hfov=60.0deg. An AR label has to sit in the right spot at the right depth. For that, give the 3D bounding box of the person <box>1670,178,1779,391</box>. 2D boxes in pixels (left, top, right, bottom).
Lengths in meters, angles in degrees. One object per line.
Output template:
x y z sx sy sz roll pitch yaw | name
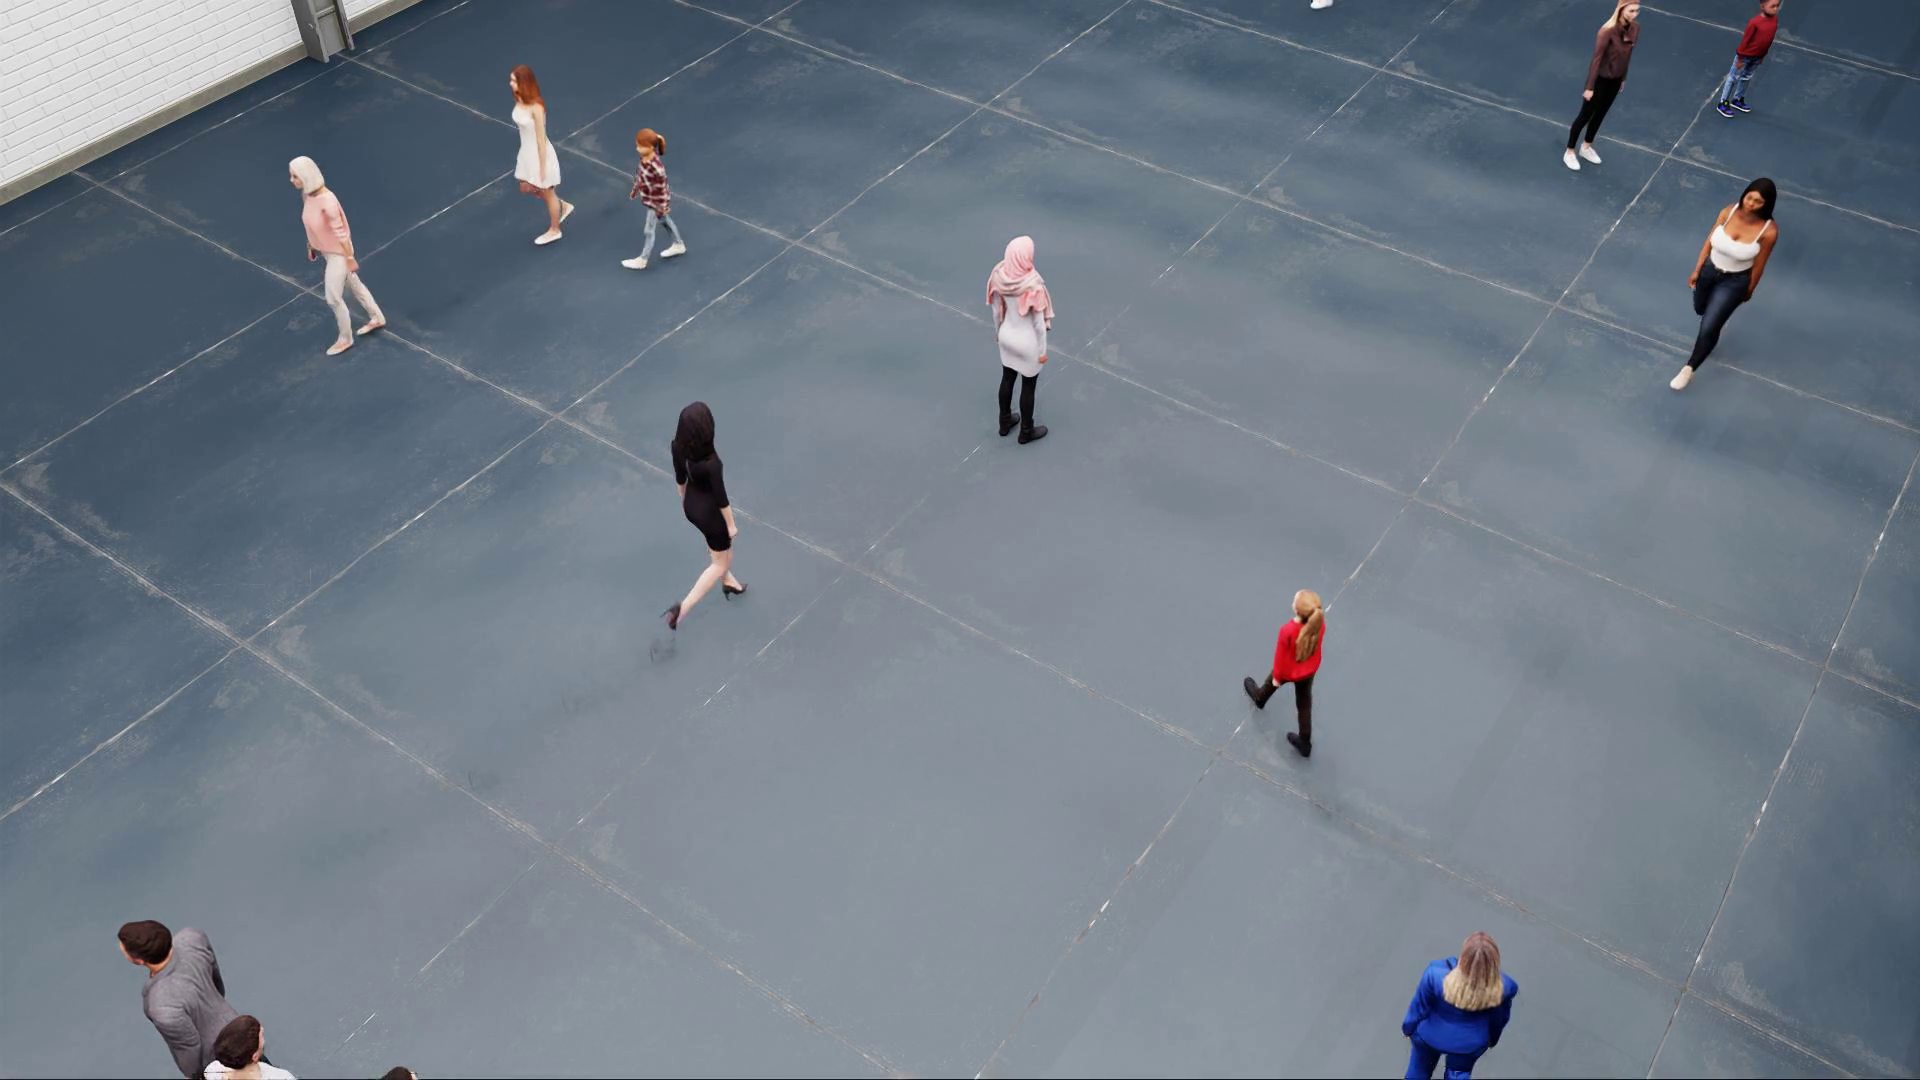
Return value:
6.035 -2.080 13.054 1.225 1.777 0.847 -29 51 -27 | person

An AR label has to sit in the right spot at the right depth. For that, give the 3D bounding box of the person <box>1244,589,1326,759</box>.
2.121 0.837 10.373 0.917 1.250 0.872 -16 46 -16 | person

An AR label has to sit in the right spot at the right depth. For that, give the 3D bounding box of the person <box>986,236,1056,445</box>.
0.450 -1.486 12.411 0.636 1.804 0.603 29 51 27 | person

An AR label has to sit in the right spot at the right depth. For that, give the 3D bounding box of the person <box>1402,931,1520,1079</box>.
2.445 2.534 8.272 0.808 1.692 0.918 8 44 8 | person

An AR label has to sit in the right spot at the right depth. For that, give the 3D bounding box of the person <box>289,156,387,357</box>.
-4.954 -2.357 13.399 0.872 1.703 0.698 -34 53 -30 | person

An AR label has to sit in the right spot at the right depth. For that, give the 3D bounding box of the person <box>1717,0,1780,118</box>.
7.721 -4.769 16.255 0.560 1.255 0.637 -14 45 -14 | person

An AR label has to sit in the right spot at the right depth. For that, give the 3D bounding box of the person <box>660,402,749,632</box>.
-1.715 -0.108 10.979 0.717 1.783 1.046 33 53 30 | person

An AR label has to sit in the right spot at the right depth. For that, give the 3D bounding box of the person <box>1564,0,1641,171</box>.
5.970 -4.259 15.395 0.617 1.703 0.740 -18 46 -18 | person

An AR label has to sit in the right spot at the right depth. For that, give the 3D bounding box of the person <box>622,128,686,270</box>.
-2.582 -2.971 14.351 0.916 1.279 0.765 -19 47 -19 | person

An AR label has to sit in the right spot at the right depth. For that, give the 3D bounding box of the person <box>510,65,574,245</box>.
-3.596 -3.370 14.461 0.759 1.704 0.659 -30 51 -27 | person

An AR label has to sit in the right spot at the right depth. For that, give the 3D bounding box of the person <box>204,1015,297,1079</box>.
-3.212 2.908 7.794 0.796 1.811 1.179 17 46 17 | person

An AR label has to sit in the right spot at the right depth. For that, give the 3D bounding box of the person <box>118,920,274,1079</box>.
-3.740 2.447 8.232 0.840 1.873 0.756 -3 44 -3 | person
